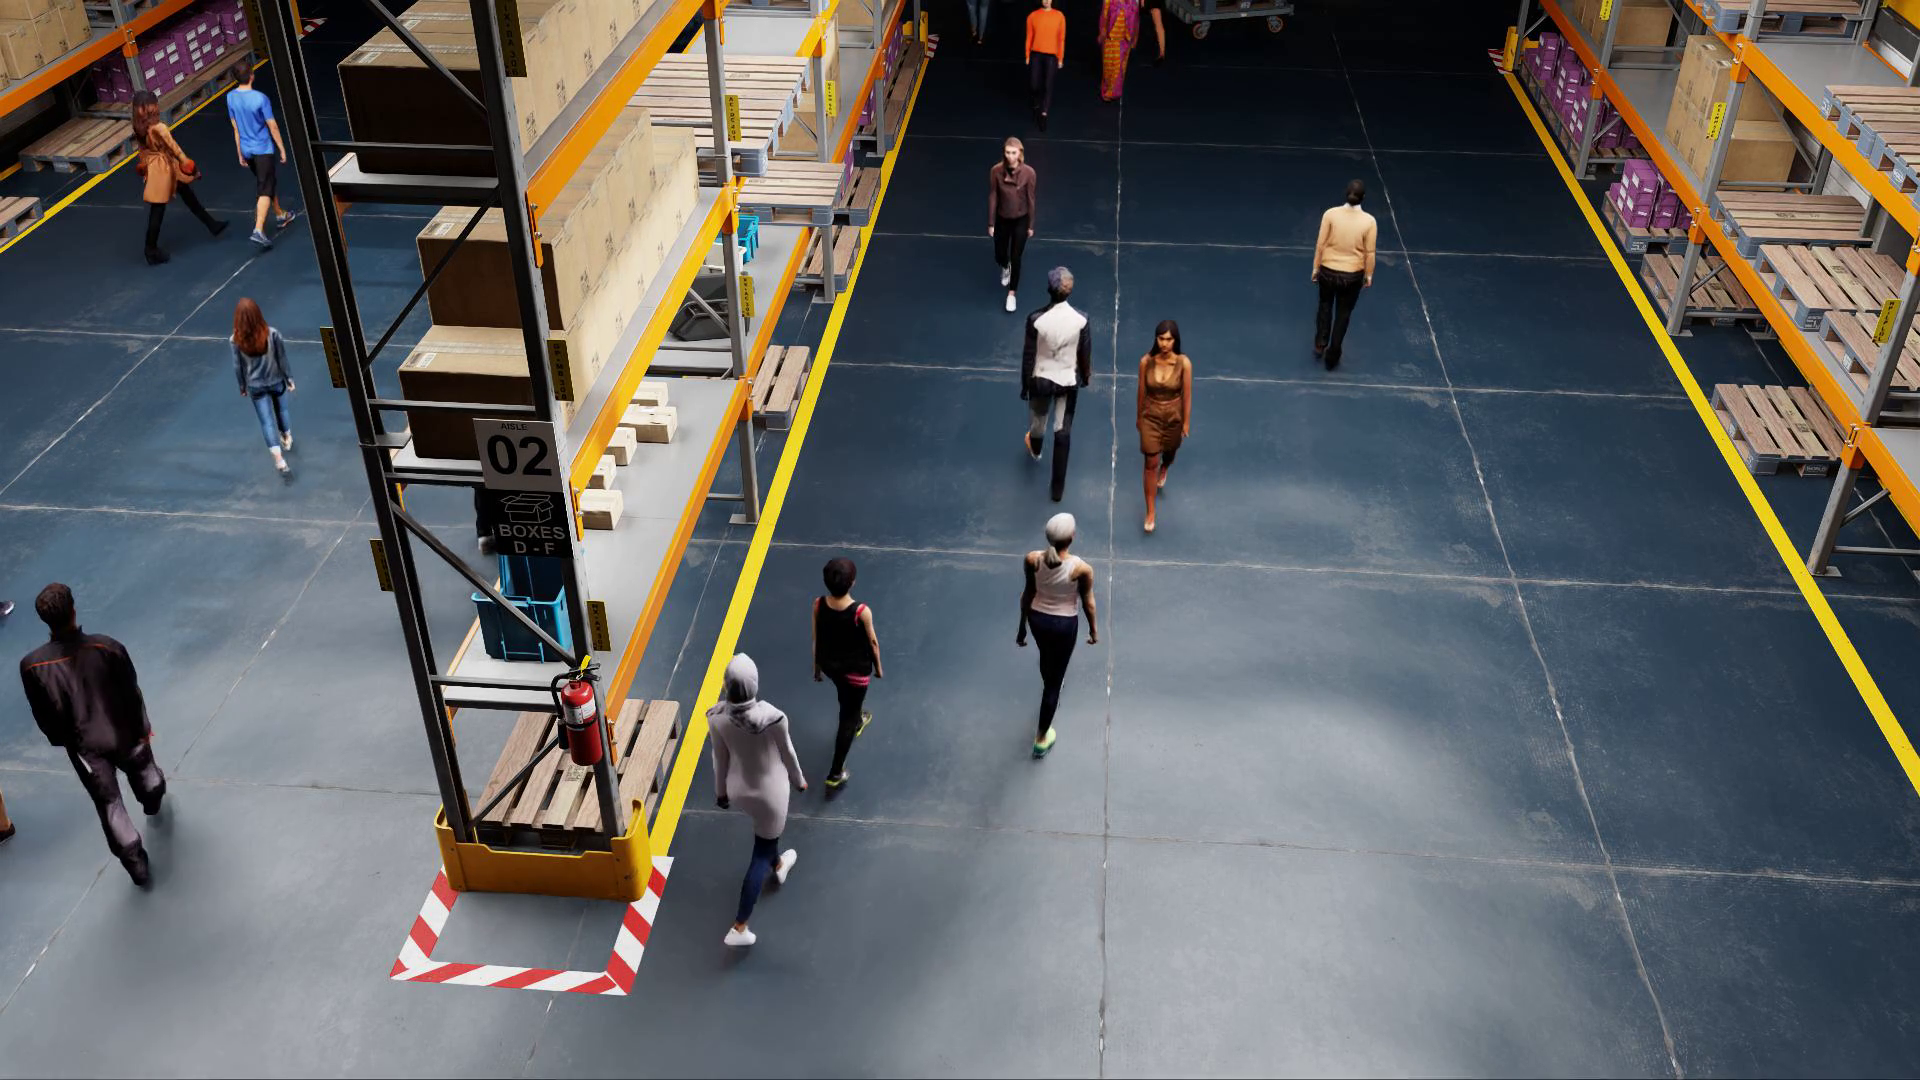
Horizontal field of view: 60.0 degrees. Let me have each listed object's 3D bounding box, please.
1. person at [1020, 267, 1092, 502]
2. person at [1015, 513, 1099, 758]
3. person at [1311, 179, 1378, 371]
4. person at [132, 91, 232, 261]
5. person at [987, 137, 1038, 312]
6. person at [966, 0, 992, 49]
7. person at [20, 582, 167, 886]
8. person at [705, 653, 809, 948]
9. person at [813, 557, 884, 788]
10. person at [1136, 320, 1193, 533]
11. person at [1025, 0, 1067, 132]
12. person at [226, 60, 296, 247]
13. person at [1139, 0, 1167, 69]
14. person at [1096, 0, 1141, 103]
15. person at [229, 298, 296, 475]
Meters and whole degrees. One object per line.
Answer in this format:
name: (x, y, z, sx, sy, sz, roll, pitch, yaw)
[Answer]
person: (0.746, -1.167, 12.935, 0.823, 1.858, 1.138, -2, 34, -3)
person: (0.555, 0.631, 10.396, 0.827, 1.674, 1.064, 13, 36, 18)
person: (3.370, -2.330, 14.792, 0.782, 1.739, 0.801, 13, 36, 18)
person: (-8.136, -3.632, 16.816, 1.153, 1.667, 1.297, 27, 42, 34)
person: (0.513, -3.068, 15.946, 0.617, 1.690, 0.830, 4, 34, 6)
person: (0.257, -7.556, 22.714, 0.629, 1.673, 0.603, 3, 34, 4)
person: (-4.866, 1.149, 9.405, 1.071, 1.908, 1.252, -14, 36, -20)
person: (-1.143, 1.453, 9.101, 0.829, 1.739, 1.196, 13, 36, 18)
person: (-0.732, 0.823, 10.249, 0.770, 1.517, 1.092, 12, 36, 18)
person: (1.567, -0.940, 12.778, 0.608, 1.653, 1.050, 5, 34, 7)
person: (1.012, -5.832, 20.062, 0.650, 1.737, 0.638, 0, 34, 0)
person: (-7.273, -3.937, 17.132, 0.663, 1.826, 1.226, 6, 34, 9)
person: (2.552, -7.113, 21.943, 1.117, 1.789, 1.134, -27, 42, -35)
person: (1.980, -6.385, 20.971, 0.785, 1.652, 0.846, -5, 34, -8)
person: (-5.588, -1.226, 13.385, 0.868, 1.457, 1.071, -13, 36, -19)
